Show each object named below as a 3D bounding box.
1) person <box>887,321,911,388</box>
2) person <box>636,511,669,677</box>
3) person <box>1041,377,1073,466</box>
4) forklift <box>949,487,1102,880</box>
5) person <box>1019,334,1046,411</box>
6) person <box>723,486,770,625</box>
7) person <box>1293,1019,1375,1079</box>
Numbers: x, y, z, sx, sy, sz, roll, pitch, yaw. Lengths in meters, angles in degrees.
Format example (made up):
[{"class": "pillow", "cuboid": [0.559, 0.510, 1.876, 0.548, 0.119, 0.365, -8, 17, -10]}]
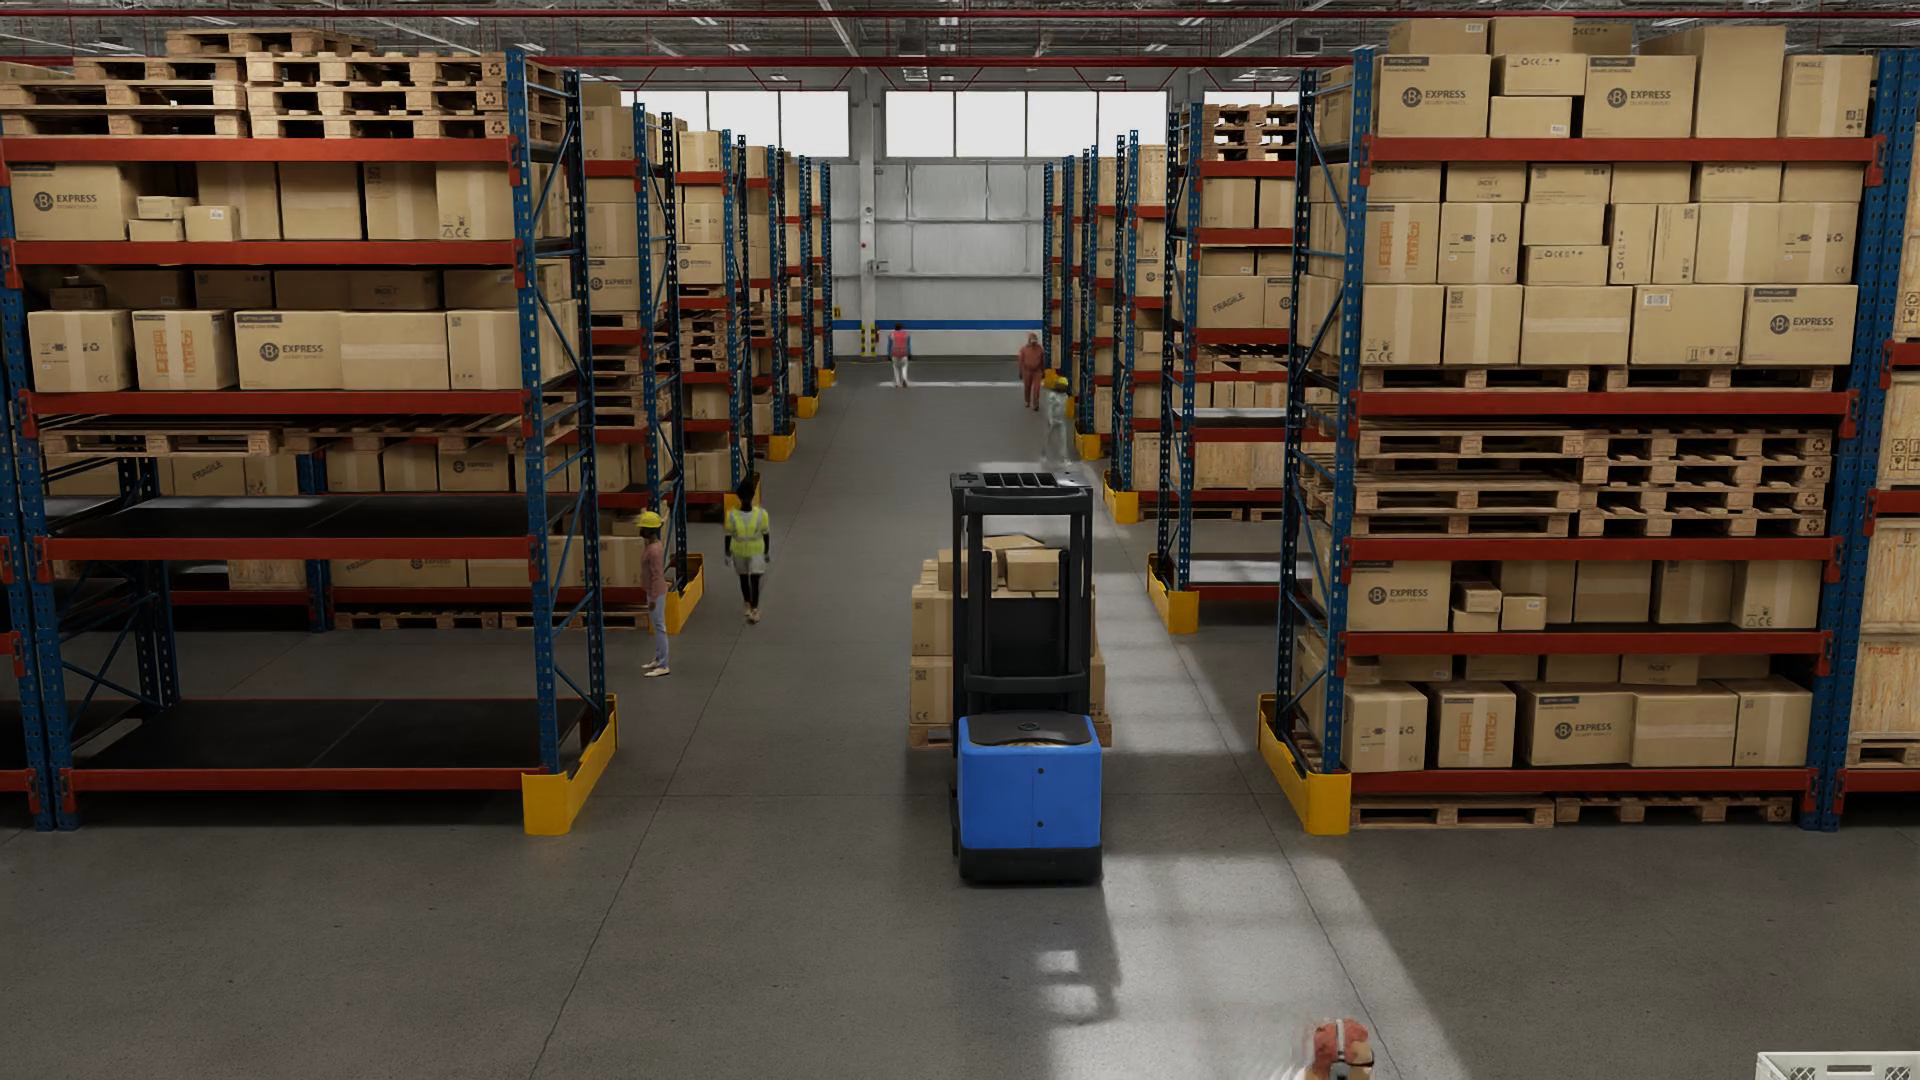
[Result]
[{"class": "person", "cuboid": [-1.673, -5.055, 45.384, 0.654, 1.821, 0.490, -2, 12, -9]}, {"class": "person", "cuboid": [-3.259, 0.565, 17.664, 0.305, 1.772, 0.525, -3, 12, -13]}, {"class": "person", "cuboid": [1.845, -2.295, 32.044, 0.563, 1.689, 0.909, -6, 13, -29]}, {"class": "forklift", "cuboid": [0.495, 0.986, 12.813, 1.129, 2.768, 1.873, 0, 11, -2]}, {"class": "person", "cuboid": [1.761, -4.121, 40.680, 0.656, 1.861, 1.009, 0, 11, 0]}, {"class": "person", "cuboid": [-2.553, 0.169, 19.896, 0.549, 1.644, 0.888, 0, 11, -1]}, {"class": "person", "cuboid": [1.456, 2.756, 6.601, 0.980, 1.860, 0.659, 1, 11, 4]}]
